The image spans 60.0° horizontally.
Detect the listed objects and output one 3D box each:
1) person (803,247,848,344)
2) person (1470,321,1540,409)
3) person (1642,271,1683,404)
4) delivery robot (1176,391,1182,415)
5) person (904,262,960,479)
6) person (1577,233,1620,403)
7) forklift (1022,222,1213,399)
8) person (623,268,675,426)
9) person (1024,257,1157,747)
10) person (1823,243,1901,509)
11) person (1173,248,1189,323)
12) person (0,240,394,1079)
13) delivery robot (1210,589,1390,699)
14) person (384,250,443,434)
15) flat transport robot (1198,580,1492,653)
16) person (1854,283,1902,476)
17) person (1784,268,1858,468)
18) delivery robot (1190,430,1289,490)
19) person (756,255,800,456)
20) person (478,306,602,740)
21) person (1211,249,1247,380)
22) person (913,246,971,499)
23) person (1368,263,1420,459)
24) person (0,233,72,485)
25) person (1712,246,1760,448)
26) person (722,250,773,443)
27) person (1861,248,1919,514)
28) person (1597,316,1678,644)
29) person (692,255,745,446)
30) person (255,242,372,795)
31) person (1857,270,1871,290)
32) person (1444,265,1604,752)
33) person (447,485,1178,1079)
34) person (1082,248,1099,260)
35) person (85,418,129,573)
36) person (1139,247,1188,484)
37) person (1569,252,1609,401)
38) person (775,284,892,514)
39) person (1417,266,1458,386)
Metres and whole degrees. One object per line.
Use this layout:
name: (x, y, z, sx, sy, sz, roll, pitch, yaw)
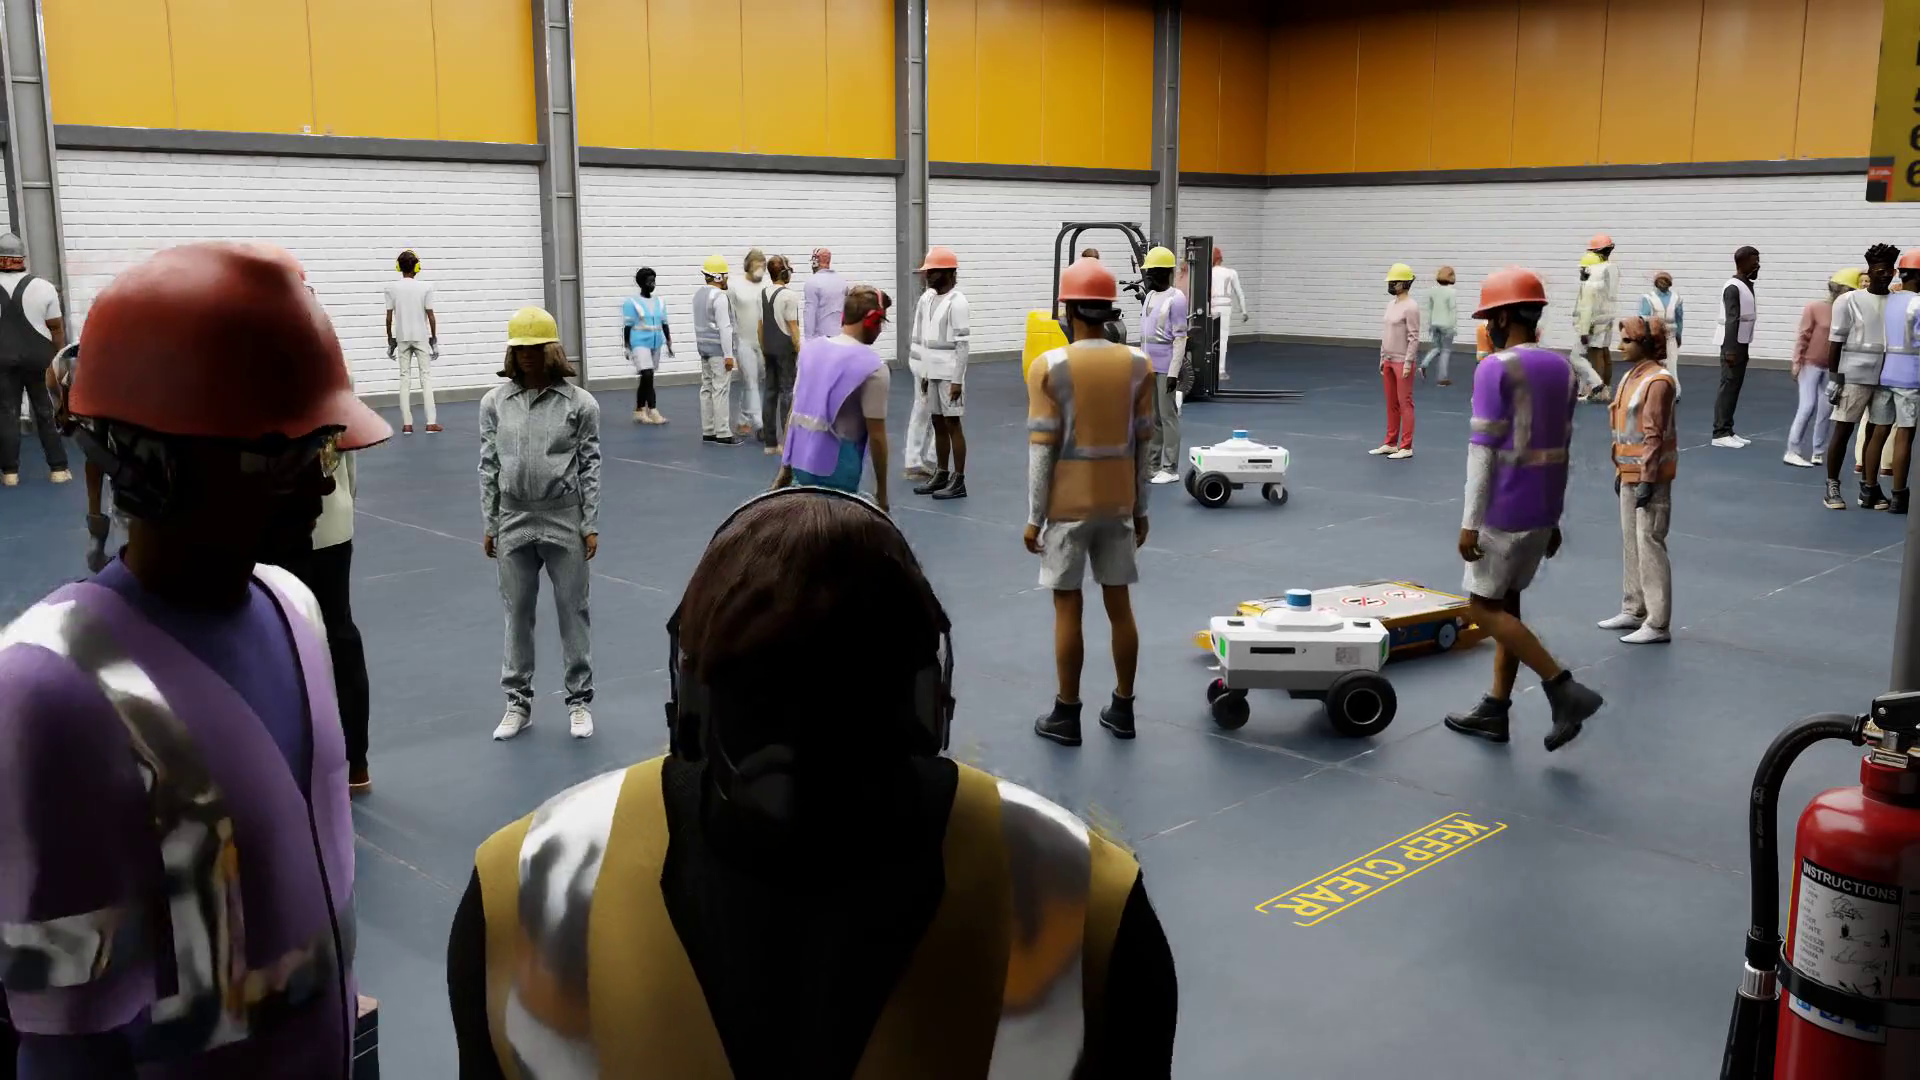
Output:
person: (-1.457, -2.188, 17.901, 0.408, 1.895, 0.662, 6, 12, 32)
person: (4.099, -1.114, 12.551, 0.535, 1.700, 0.318, -3, 11, -18)
person: (8.530, -2.467, 20.234, 0.522, 1.588, 0.844, 1, 10, 5)
delivery robot: (1.925, -1.422, 17.100, 0.707, 0.478, 0.477, -5, 12, -26)
person: (-0.210, -1.402, 13.676, 0.580, 1.856, 0.697, -1, 10, -3)
person: (7.720, -2.655, 20.135, 0.393, 1.998, 0.613, 9, 14, 41)
forklift: (1.935, -2.847, 20.651, 2.313, 2.155, 1.214, 2, 11, 13)
person: (-3.249, -2.035, 17.617, 0.775, 1.662, 0.550, 8, 13, 39)
person: (0.503, -0.148, 6.635, 0.551, 1.935, 0.372, -4, 11, -21)
person: (6.718, -1.200, 12.292, 0.612, 1.963, 0.363, 0, 10, 0)
person: (2.971, -2.898, 21.843, 0.812, 1.880, 0.669, -5, 12, -27)
person: (-0.912, 0.681, 1.899, 0.690, 2.023, 0.651, 0, 10, 3)
delivery robot: (1.398, 0.448, 6.899, 0.707, 0.478, 0.477, 1, 10, 3)
person: (-5.607, -2.018, 17.026, 0.521, 1.869, 0.335, -1, 10, -5)
flat transport robot: (1.927, 0.405, 8.163, 1.431, 0.197, 0.652, -7, 12, -33)
person: (7.830, -1.348, 14.035, 0.281, 1.624, 0.493, -7, 12, -33)
person: (7.570, -1.503, 14.576, 0.566, 1.737, 0.390, -2, 11, -10)
delivery robot: (2.109, -0.588, 12.546, 0.707, 0.478, 0.477, 0, 10, -2)
person: (-1.630, -1.671, 15.190, 0.504, 1.847, 0.344, 9, 14, 40)
person: (-1.682, -0.060, 6.683, 0.486, 1.744, 0.294, -1, 10, -3)
person: (3.698, -3.210, 23.622, 0.672, 1.821, 0.986, 3, 11, 18)
person: (-0.140, -1.284, 12.825, 0.357, 1.937, 0.551, -6, 12, -28)
person: (3.979, -1.623, 15.148, 0.313, 1.769, 0.525, -3, 11, -15)
person: (-7.668, -1.473, 13.574, 0.674, 2.000, 0.535, -5, 11, -24)
person: (7.458, -1.856, 15.995, 0.378, 1.917, 0.597, 7, 13, 35)
person: (-2.030, -1.915, 16.444, 0.635, 1.871, 1.066, -6, 12, -30)
person: (6.904, -1.160, 12.169, 0.376, 1.932, 0.543, -3, 11, -14)
person: (3.412, -0.303, 8.339, 0.323, 1.630, 0.515, 0, 10, 2)
person: (-2.333, -1.819, 16.029, 0.403, 1.834, 0.587, -8, 13, -35)
person: (-2.328, -0.023, 5.792, 0.379, 1.996, 0.608, 3, 11, 16)
person: (9.966, -2.164, 18.441, 0.516, 1.641, 0.308, 5, 11, 24)
person: (2.226, -0.105, 6.481, 0.579, 1.910, 0.660, -8, 13, -37)
person: (-0.122, 0.865, 1.399, 0.656, 1.828, 0.528, 0, 10, -2)
person: (1.826, -3.181, 23.435, 0.429, 1.844, 0.627, -3, 11, -16)
person: (-3.032, -0.046, 6.278, 0.535, 1.864, 0.309, -1, 10, -3)
person: (1.632, -1.424, 13.619, 0.366, 1.927, 0.588, -5, 11, -24)
person: (7.630, -2.558, 20.107, 0.459, 1.819, 0.610, 9, 14, 39)
person: (-0.525, -0.299, 7.857, 0.835, 1.786, 0.639, -9, 14, -40)
person: (6.454, -2.867, 22.344, 0.440, 1.621, 0.500, -6, 12, -28)
